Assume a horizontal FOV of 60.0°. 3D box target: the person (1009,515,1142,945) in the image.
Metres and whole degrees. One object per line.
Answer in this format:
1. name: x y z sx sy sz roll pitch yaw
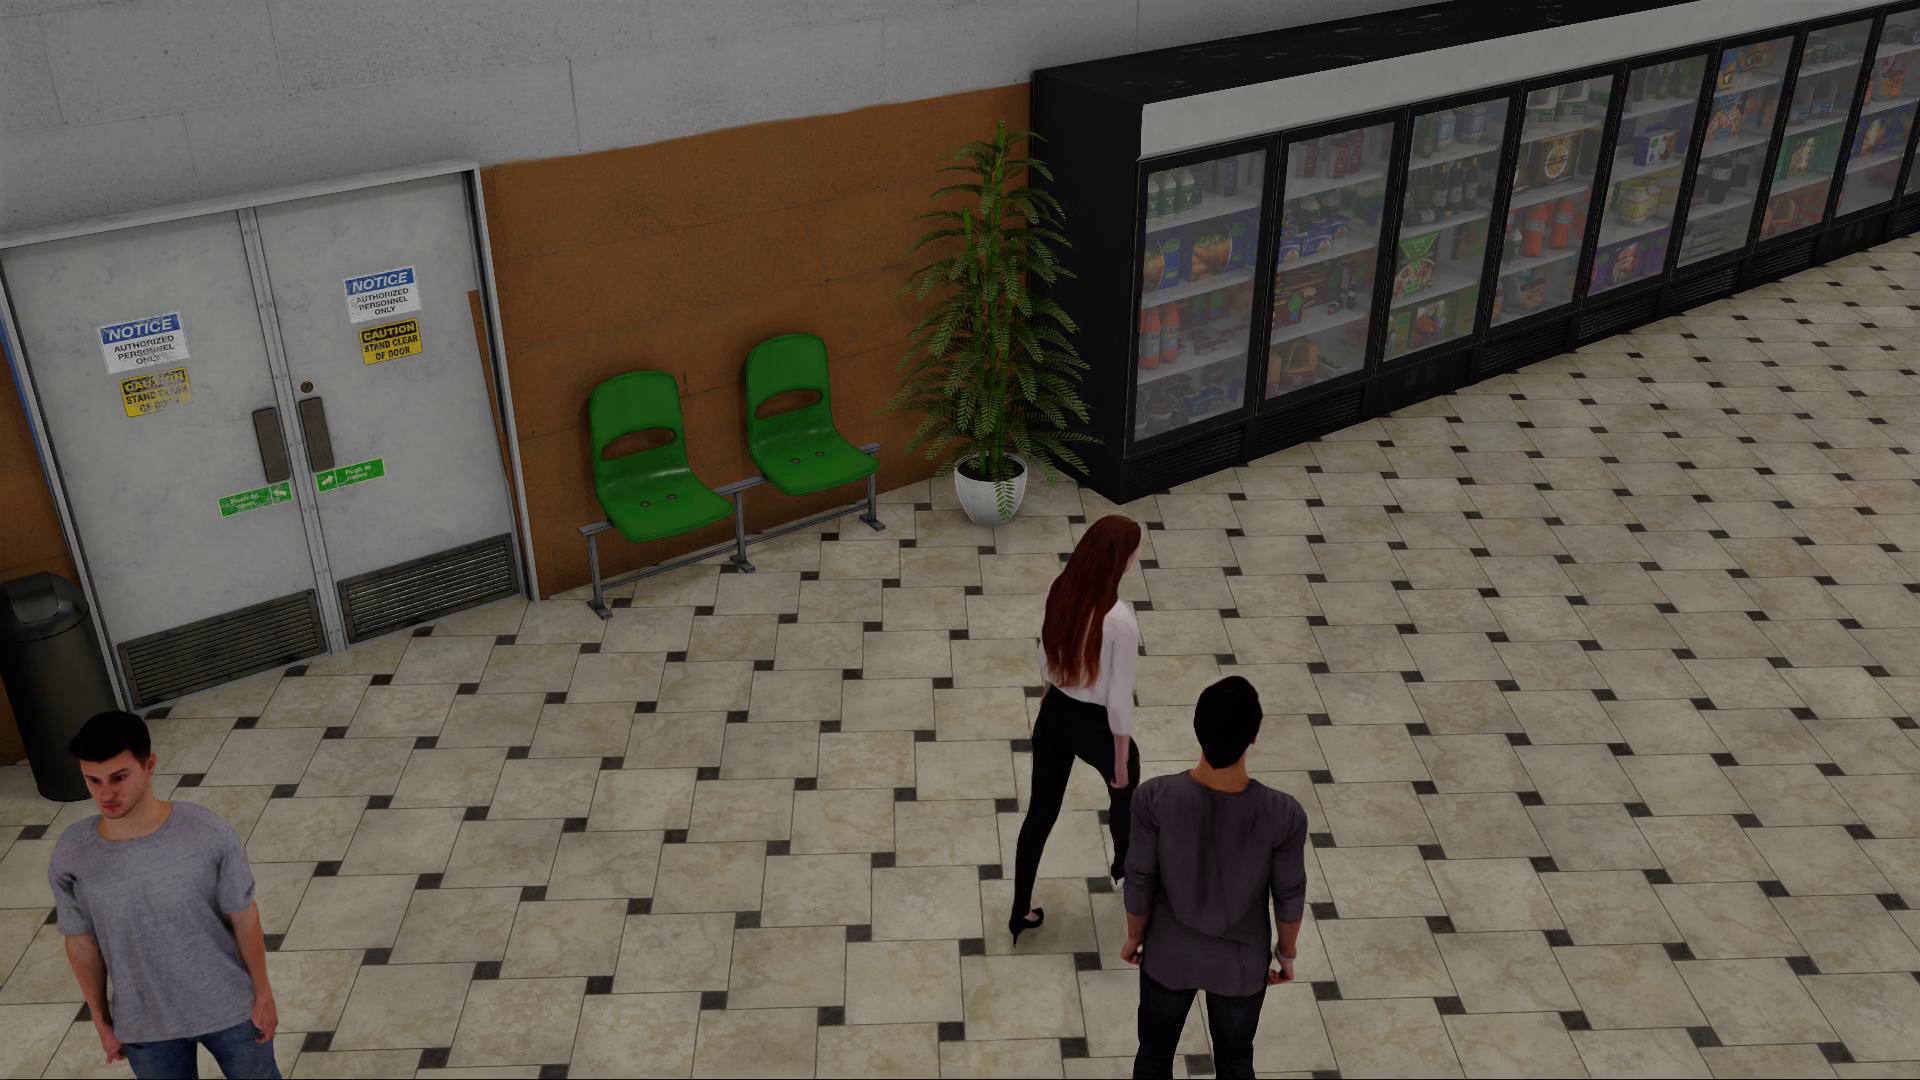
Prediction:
1. person: 0.395 0.755 6.007 0.977 1.718 0.863 23 36 36

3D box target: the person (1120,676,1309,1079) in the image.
1. person: 0.744 1.216 5.022 0.725 1.852 0.794 6 29 10

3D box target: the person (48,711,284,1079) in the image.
1. person: -2.250 1.300 4.832 0.738 1.888 0.682 -8 30 -14
